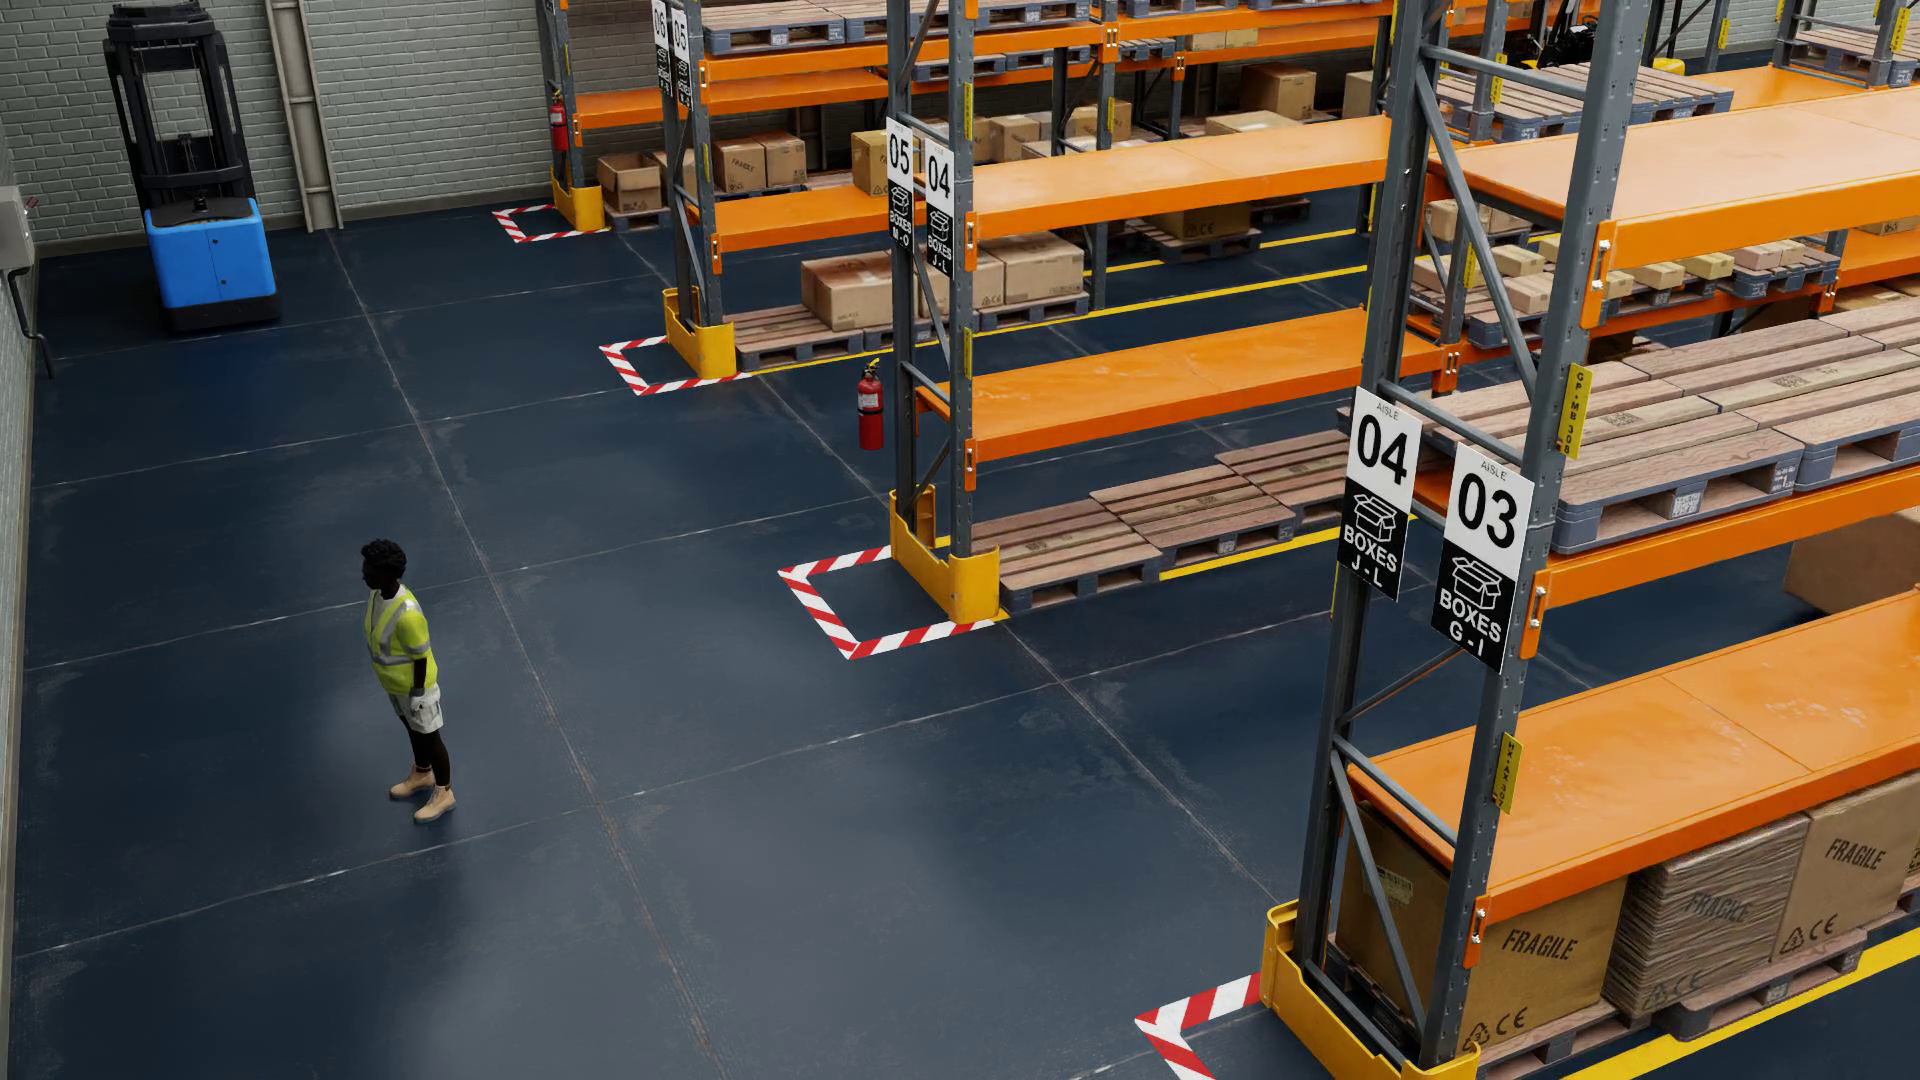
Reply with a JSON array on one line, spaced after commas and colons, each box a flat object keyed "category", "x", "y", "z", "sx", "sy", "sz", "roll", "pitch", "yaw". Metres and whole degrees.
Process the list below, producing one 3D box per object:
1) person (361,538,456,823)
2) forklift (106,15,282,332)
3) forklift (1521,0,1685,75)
[{"category": "person", "x": -3.037, "y": 0.757, "z": 9.099, "sx": 0.320, "sy": 1.697, "sz": 0.531, "roll": -20, "pitch": 34, "yaw": -34}, {"category": "forklift", "x": -7.548, "y": -3.672, "z": 16.323, "sx": 1.129, "sy": 2.768, "sz": 1.873, "roll": -12, "pitch": 30, "yaw": -22}, {"category": "forklift", "x": 8.950, "y": -6.807, "z": 23.056, "sx": 1.214, "sy": 2.155, "sz": 2.313, "roll": -12, "pitch": 30, "yaw": -22}]
